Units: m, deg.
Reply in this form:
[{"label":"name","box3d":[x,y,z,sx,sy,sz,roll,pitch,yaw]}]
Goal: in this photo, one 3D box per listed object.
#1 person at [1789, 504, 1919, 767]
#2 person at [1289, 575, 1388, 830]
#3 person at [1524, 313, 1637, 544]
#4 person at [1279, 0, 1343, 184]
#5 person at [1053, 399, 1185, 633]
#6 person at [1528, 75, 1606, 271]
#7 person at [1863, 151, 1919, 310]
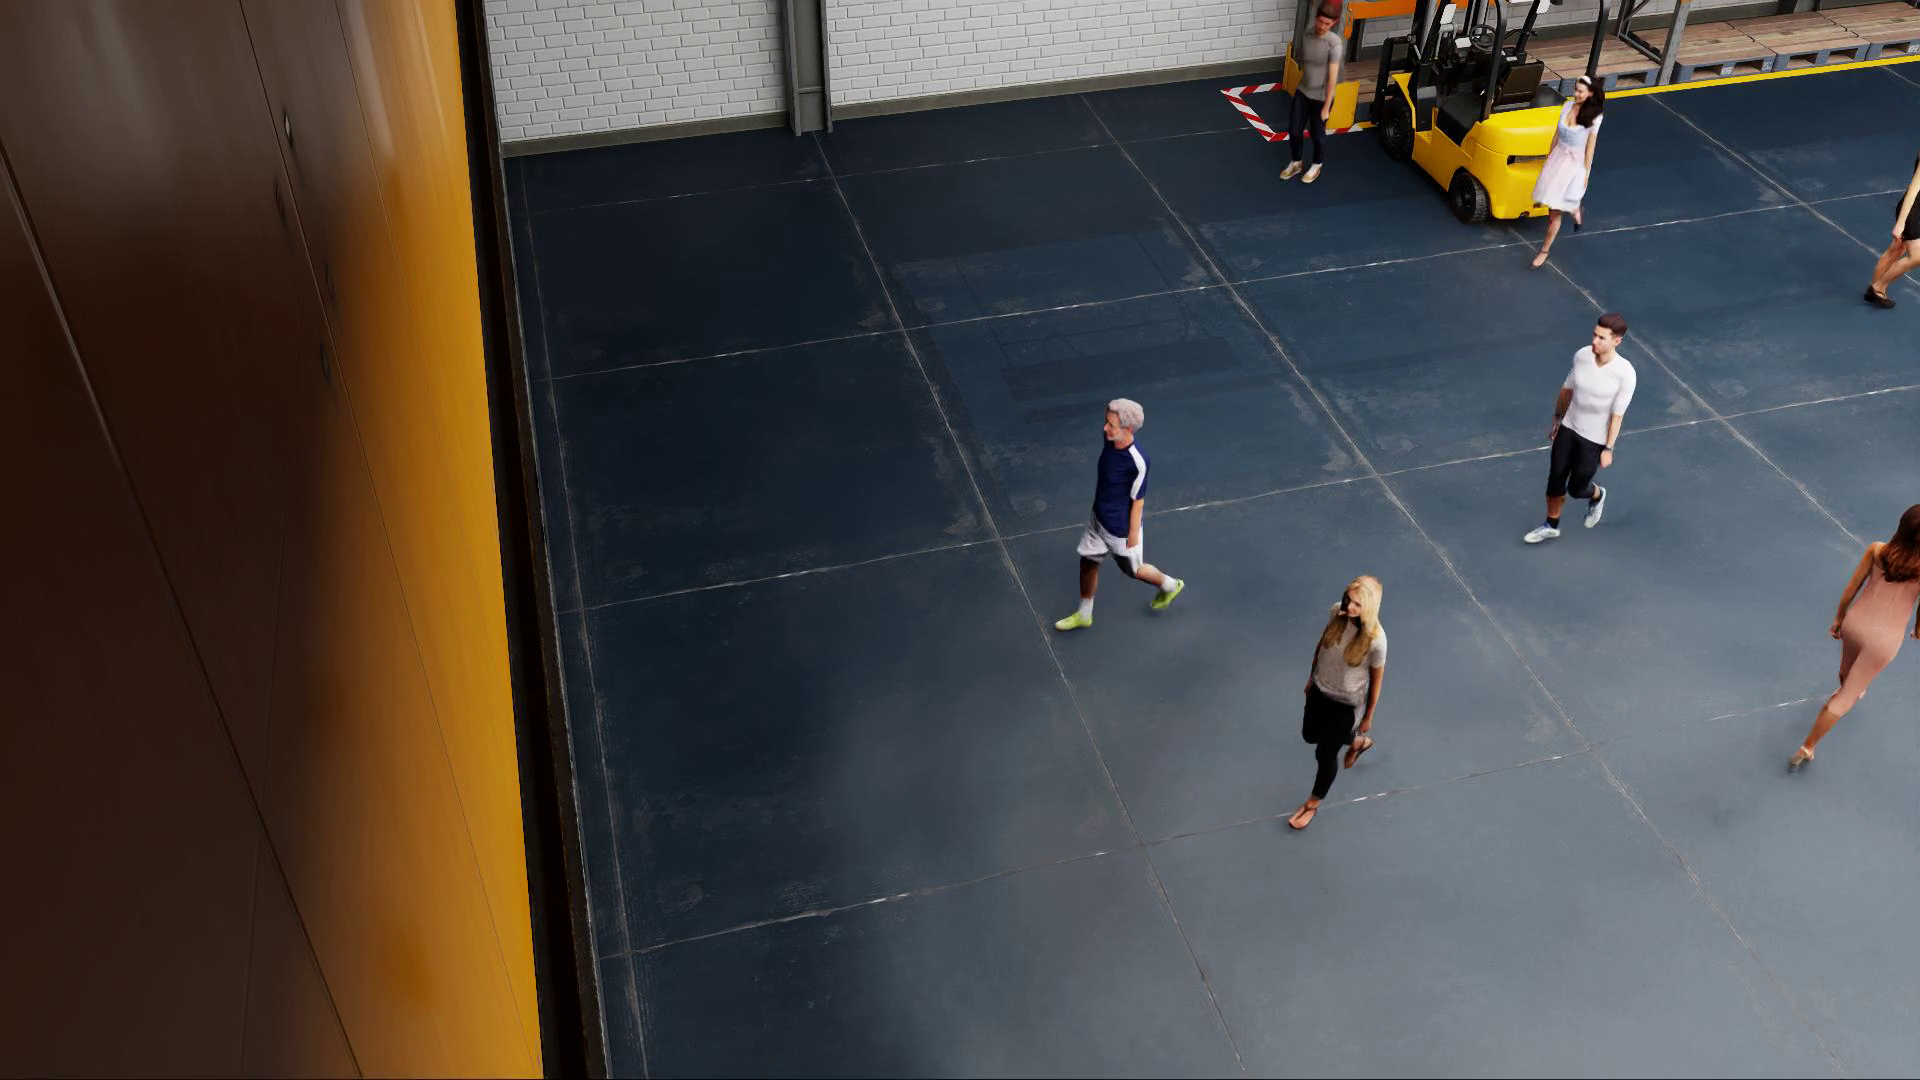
[{"label":"person","box3d":[5.353,0.621,9.869,1.212,1.776,0.888,-26,46,-29]},{"label":"person","box3d":[2.234,0.865,9.537,1.018,1.809,0.804,-24,44,-27]},{"label":"person","box3d":[4.395,-0.762,11.555,0.981,1.833,0.843,-22,44,-25]},{"label":"person","box3d":[3.434,-4.302,15.970,0.880,1.855,0.823,-24,44,-27]},{"label":"person","box3d":[1.099,-0.154,10.812,1.196,1.812,0.782,-17,42,-20]},{"label":"person","box3d":[5.419,-3.272,14.729,1.106,1.795,0.873,-25,45,-28]},{"label":"person","box3d":[8.036,-2.825,14.158,0.853,1.808,0.745,30,48,32]}]
